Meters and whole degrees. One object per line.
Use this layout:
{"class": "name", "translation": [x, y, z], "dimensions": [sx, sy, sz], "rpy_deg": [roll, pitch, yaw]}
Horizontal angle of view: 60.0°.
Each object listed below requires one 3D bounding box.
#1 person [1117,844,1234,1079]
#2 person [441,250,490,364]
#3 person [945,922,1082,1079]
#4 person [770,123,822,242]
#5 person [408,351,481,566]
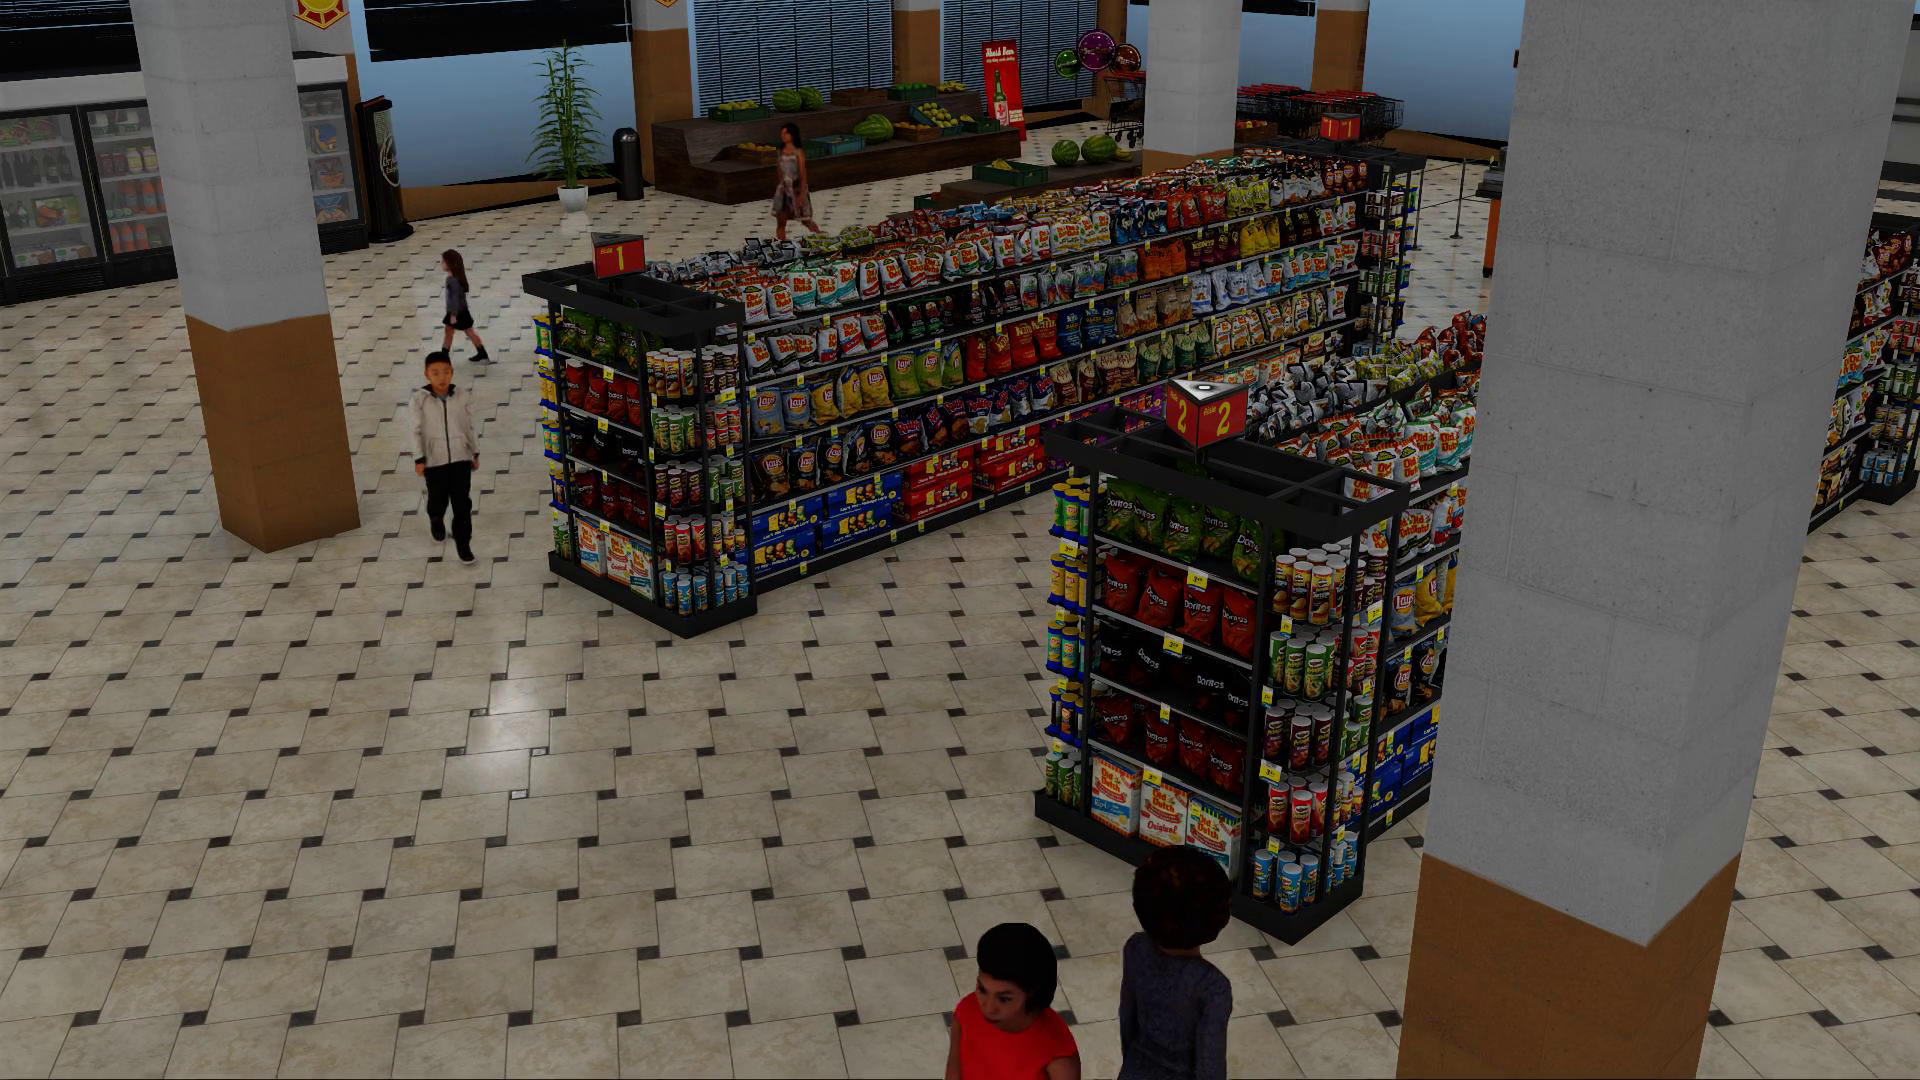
{"class": "person", "translation": [0.587, 1.750, 4.979], "dimensions": [0.627, 1.689, 0.596], "rpy_deg": [-19, 29, -39]}
{"class": "person", "translation": [-4.630, -2.150, 15.504], "dimensions": [0.835, 1.079, 0.640], "rpy_deg": [-10, 24, -24]}
{"class": "person", "translation": [0.230, 1.805, 4.825], "dimensions": [0.587, 1.703, 1.053], "rpy_deg": [19, 28, 38]}
{"class": "person", "translation": [-1.896, -4.059, 19.565], "dimensions": [0.751, 1.593, 1.178], "rpy_deg": [14, 26, 31]}
{"class": "person", "translation": [-3.437, -0.565, 11.078], "dimensions": [0.825, 1.438, 0.787], "rpy_deg": [-12, 25, -26]}
